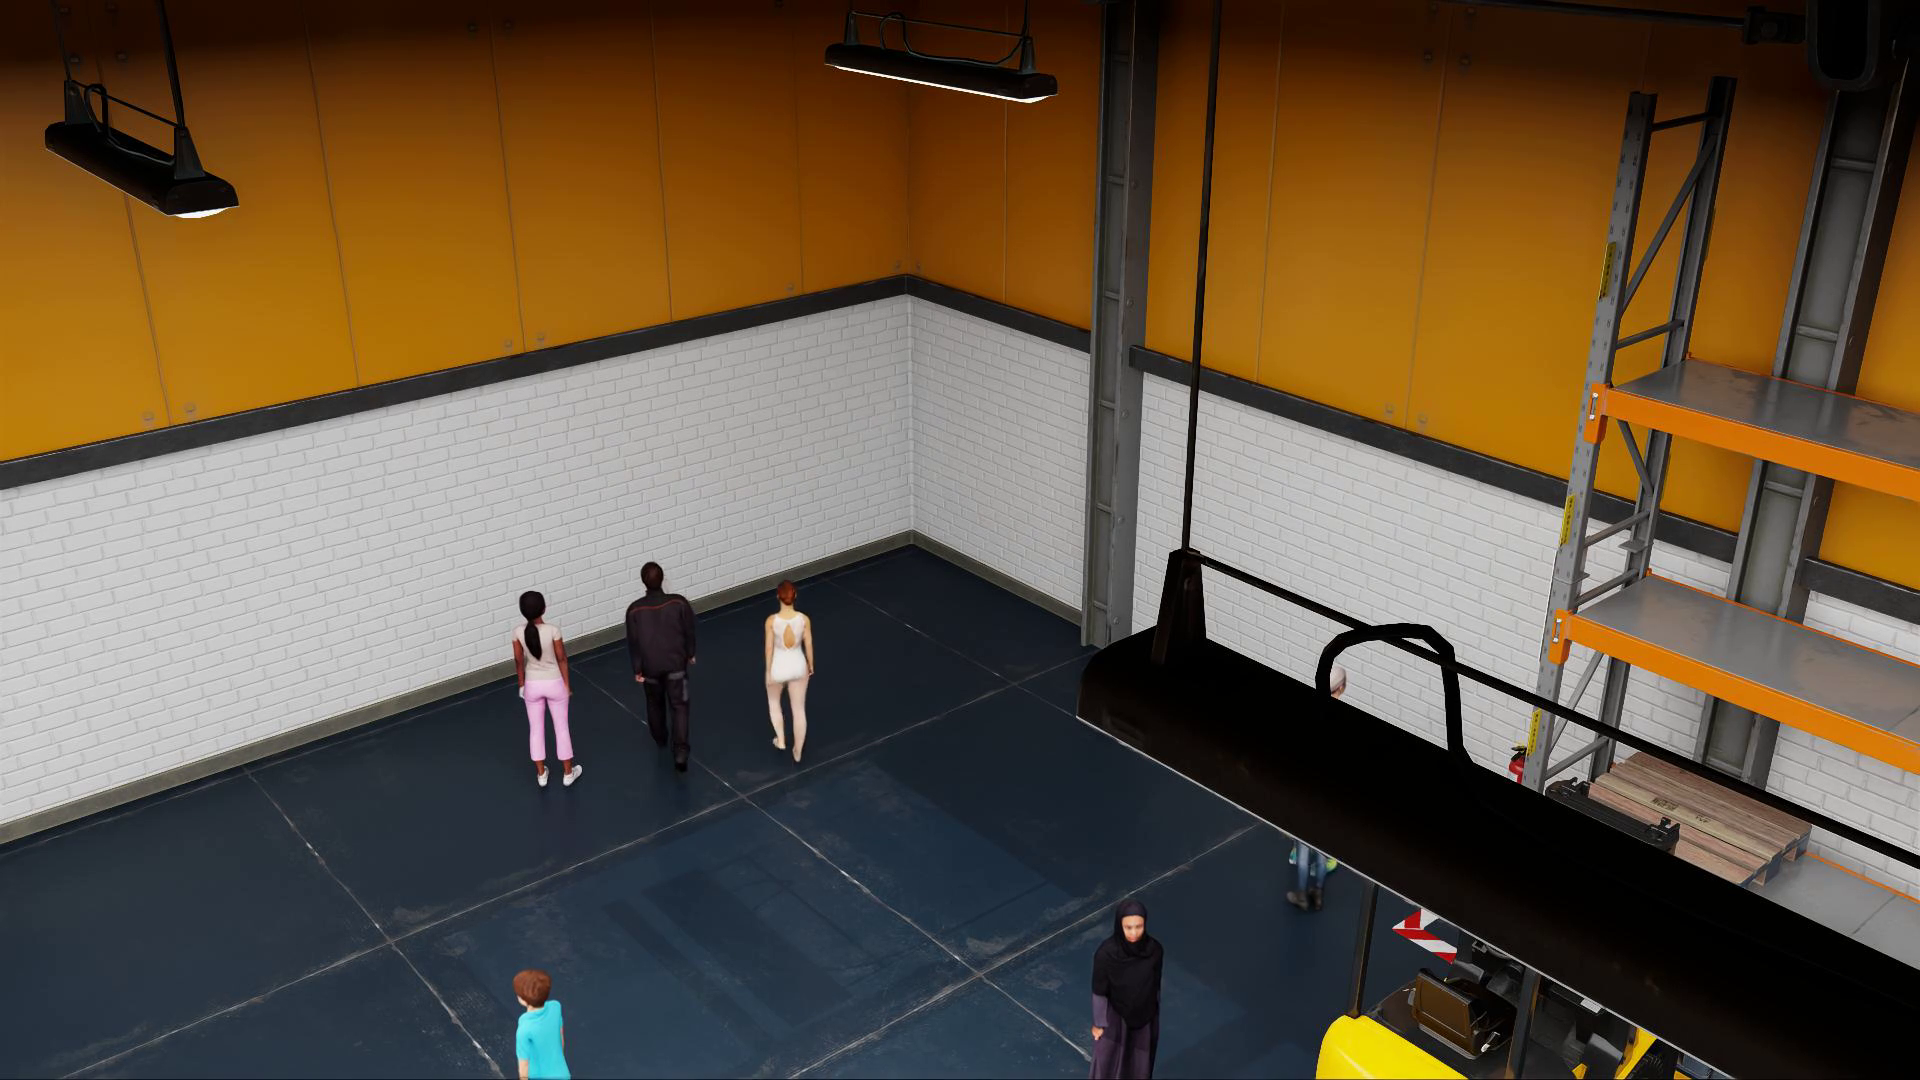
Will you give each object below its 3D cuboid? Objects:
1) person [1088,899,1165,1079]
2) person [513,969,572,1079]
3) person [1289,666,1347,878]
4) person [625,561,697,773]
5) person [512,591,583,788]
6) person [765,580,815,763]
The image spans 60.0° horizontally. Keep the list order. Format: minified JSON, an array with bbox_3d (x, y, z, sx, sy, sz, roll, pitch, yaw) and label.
[{"bbox_3d":[1.010,2.850,10.003,0.704,1.615,0.728,-5,24,-11],"label":"person"},{"bbox_3d":[-2.392,3.103,9.633,0.594,1.447,0.583,11,26,23],"label":"person"},{"bbox_3d":[2.709,1.719,12.486,0.639,1.699,0.461,-18,30,-36],"label":"person"},{"bbox_3d":[-2.450,1.077,13.822,1.081,1.805,1.258,-4,24,-8],"label":"person"},{"bbox_3d":[-3.398,1.210,13.593,0.654,1.743,0.700,0,24,1],"label":"person"},{"bbox_3d":[-1.424,1.137,13.903,0.689,1.630,0.724,-6,24,-14],"label":"person"}]
